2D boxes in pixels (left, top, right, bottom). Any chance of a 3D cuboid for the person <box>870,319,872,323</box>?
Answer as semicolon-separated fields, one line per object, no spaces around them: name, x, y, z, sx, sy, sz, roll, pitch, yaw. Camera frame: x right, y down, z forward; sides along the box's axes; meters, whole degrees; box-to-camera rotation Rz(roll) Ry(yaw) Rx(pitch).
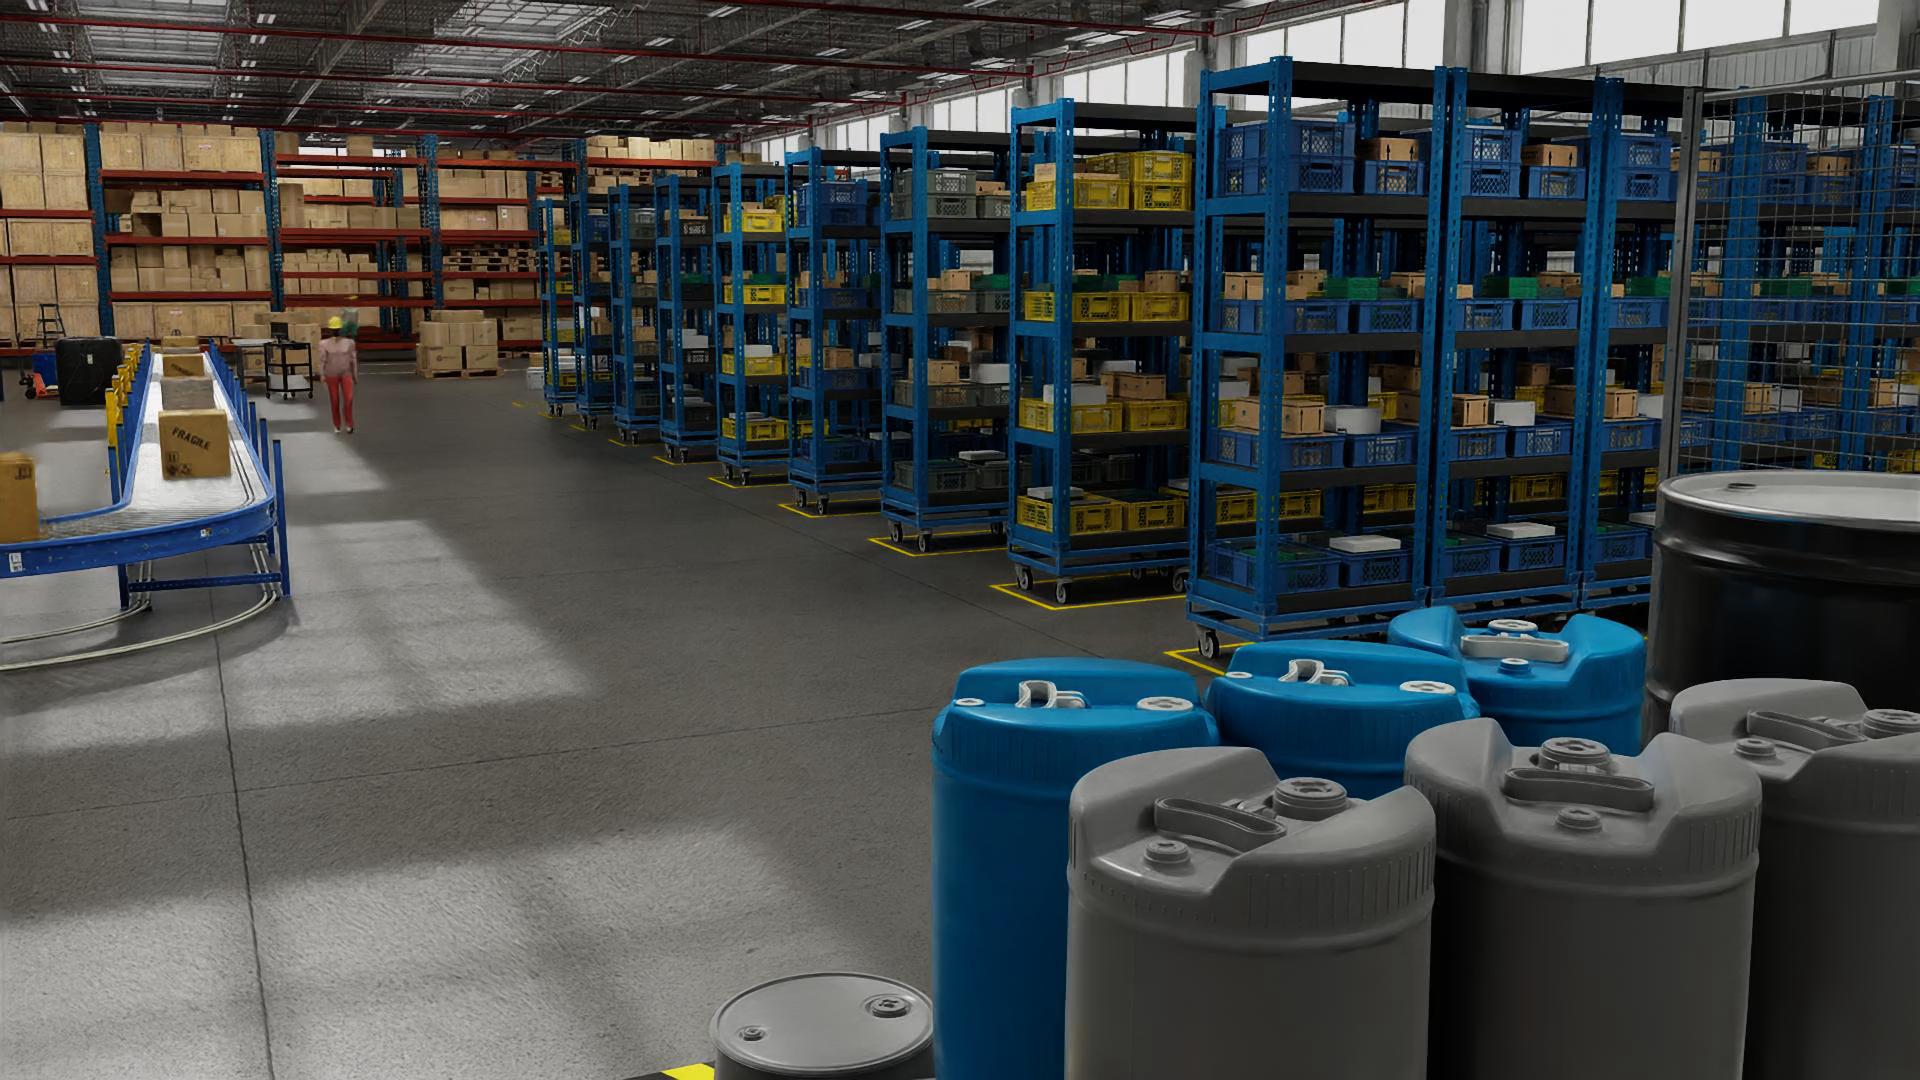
person;-2.834;-6.870;52.193;0.327;1.753;0.563;2;9;15

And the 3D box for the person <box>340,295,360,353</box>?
person;-18.155;-6.401;49.383;0.648;1.720;0.442;-8;12;-42

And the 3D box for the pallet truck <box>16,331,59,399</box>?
pallet truck;-17.082;-3.353;31.781;1.630;1.274;0.653;-4;10;-25

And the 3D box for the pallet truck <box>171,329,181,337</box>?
pallet truck;-17.275;-3.851;35.096;1.601;1.201;0.680;0;9;1

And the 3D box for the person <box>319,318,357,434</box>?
person;-9.196;-2.415;24.638;0.537;1.726;0.892;-4;10;-22

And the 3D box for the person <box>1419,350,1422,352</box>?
person;6.057;-2.022;21.501;0.634;1.951;0.694;-1;9;-9
